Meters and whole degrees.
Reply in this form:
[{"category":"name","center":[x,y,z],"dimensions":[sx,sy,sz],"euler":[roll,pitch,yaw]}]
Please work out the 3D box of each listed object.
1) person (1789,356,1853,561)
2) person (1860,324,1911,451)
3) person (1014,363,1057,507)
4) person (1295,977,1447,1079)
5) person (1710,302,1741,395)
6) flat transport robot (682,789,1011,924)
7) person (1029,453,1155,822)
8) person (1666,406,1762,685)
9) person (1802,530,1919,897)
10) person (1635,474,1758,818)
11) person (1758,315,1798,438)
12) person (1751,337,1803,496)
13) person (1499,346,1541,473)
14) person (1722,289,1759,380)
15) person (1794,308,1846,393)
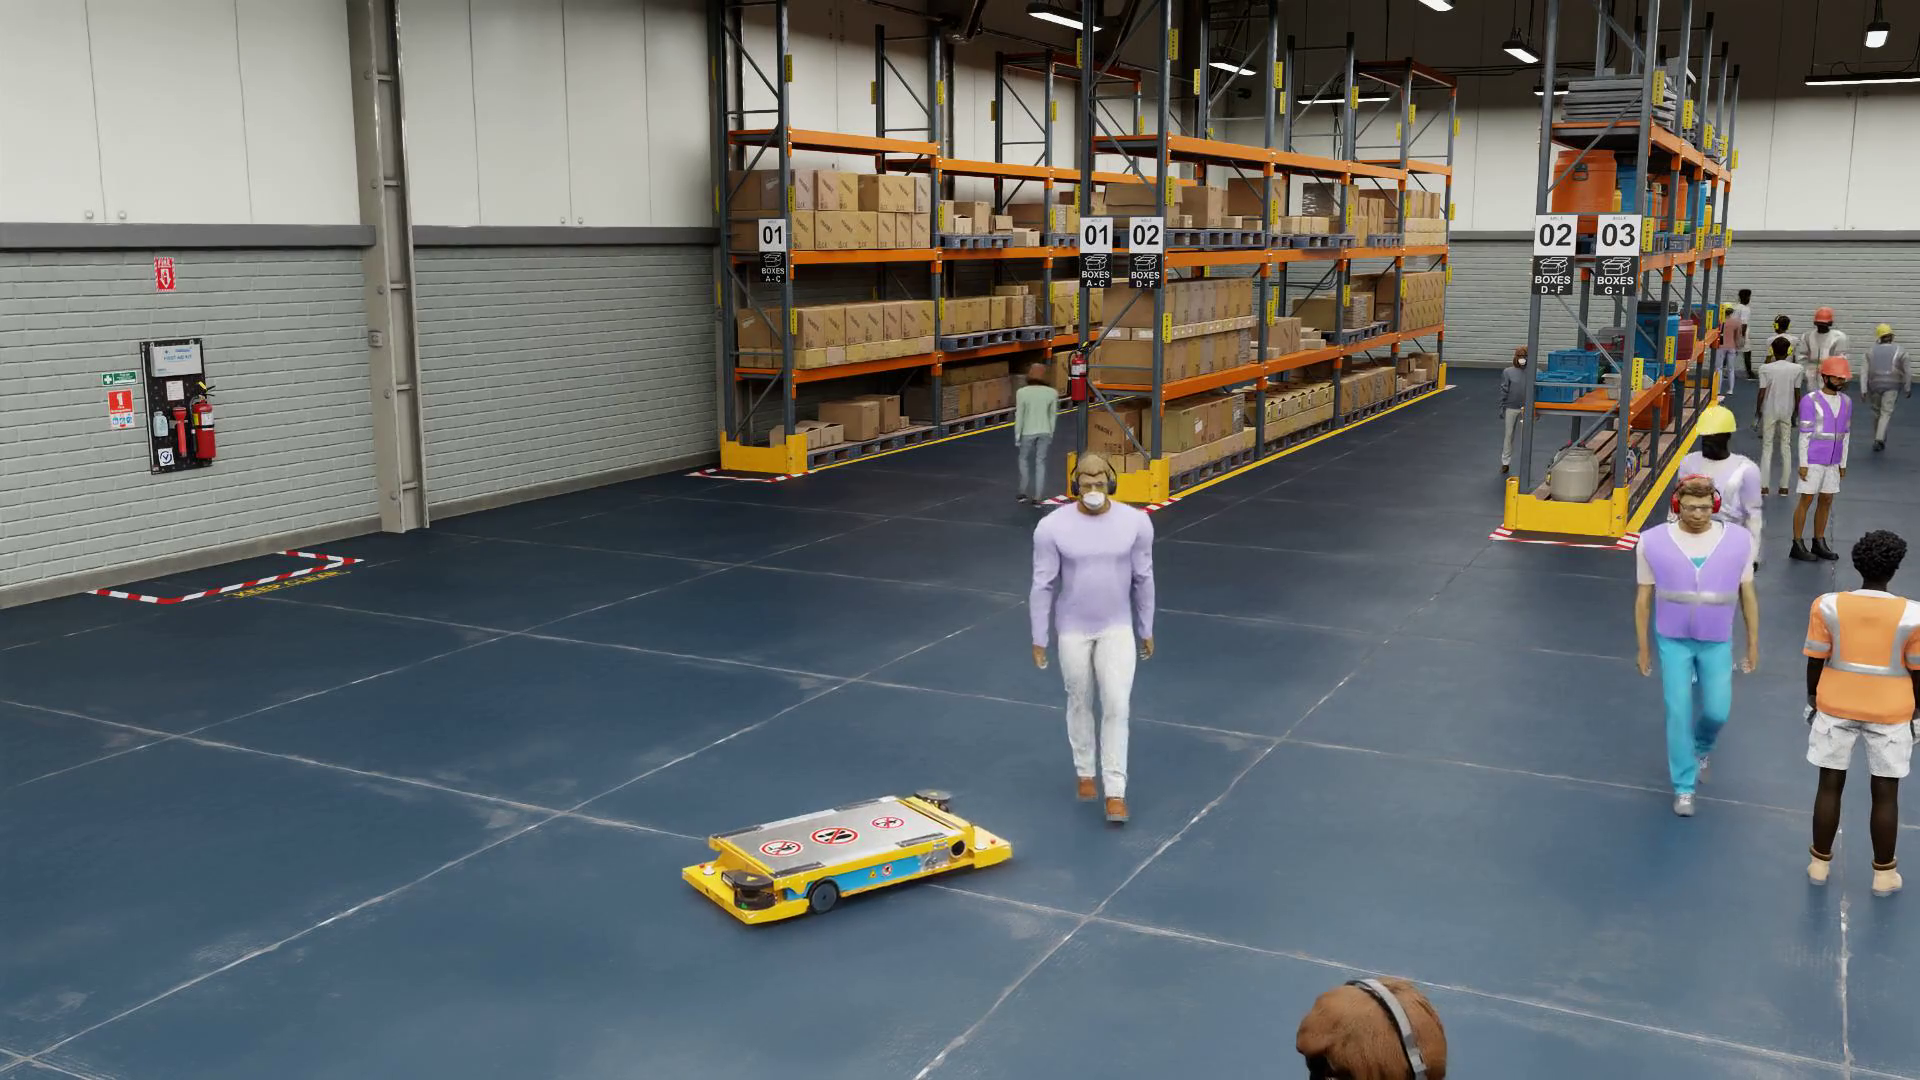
[{"category":"person","center":[8.065,-0.752,15.516],"dimensions":[0.540,1.930,0.386],"euler":[-2,11,-13]},{"category":"person","center":[13.120,-2.161,23.611],"dimensions":[0.608,1.784,0.948],"euler":[9,14,40]},{"category":"person","center":[0.822,-1.196,18.777],"dimensions":[0.513,1.600,0.648],"euler":[-3,11,-14]},{"category":"person","center":[0.685,1.615,2.850],"dimensions":[0.428,1.837,0.623],"euler":[-4,11,-22]},{"category":"person","center":[14.561,-3.637,31.675],"dimensions":[0.533,1.765,0.330],"euler":[0,10,-1]},{"category":"flat transport robot","center":[-0.525,1.473,7.883],"dimensions":[1.431,0.197,0.652],"euler":[-7,13,-34]},{"category":"person","center":[0.690,0.511,8.650],"dimensions":[0.663,1.904,0.870],"euler":[0,10,2]},{"category":"person","center":[5.019,0.043,11.257],"dimensions":[0.907,1.887,0.591],"euler":[-5,12,-25]},{"category":"person","center":[4.177,0.795,7.690],"dimensions":[0.535,1.697,0.321],"euler":[8,13,36]},{"category":"person","center":[3.879,0.529,8.806],"dimensions":[0.626,1.815,0.584],"euler":[3,11,17]},{"category":"person","center":[12.203,-2.417,24.787],"dimensions":[0.495,1.860,0.333],"euler":[0,10,-3]},{"category":"person","center":[9.534,-1.440,19.426],"dimensions":[0.518,1.865,0.330],"euler":[1,10,8]},{"category":"person","center":[7.154,-1.658,21.241],"dimensions":[0.508,1.632,0.265],"euler":[3,11,18]},{"category":"person","center":[16.358,-4.299,34.860],"dimensions":[0.910,1.928,0.626],"euler":[-1,10,-4]},{"category":"person","center":[12.310,-2.324,23.858],"dimensions":[0.821,1.995,0.661],"euler":[-10,14,-43]}]
